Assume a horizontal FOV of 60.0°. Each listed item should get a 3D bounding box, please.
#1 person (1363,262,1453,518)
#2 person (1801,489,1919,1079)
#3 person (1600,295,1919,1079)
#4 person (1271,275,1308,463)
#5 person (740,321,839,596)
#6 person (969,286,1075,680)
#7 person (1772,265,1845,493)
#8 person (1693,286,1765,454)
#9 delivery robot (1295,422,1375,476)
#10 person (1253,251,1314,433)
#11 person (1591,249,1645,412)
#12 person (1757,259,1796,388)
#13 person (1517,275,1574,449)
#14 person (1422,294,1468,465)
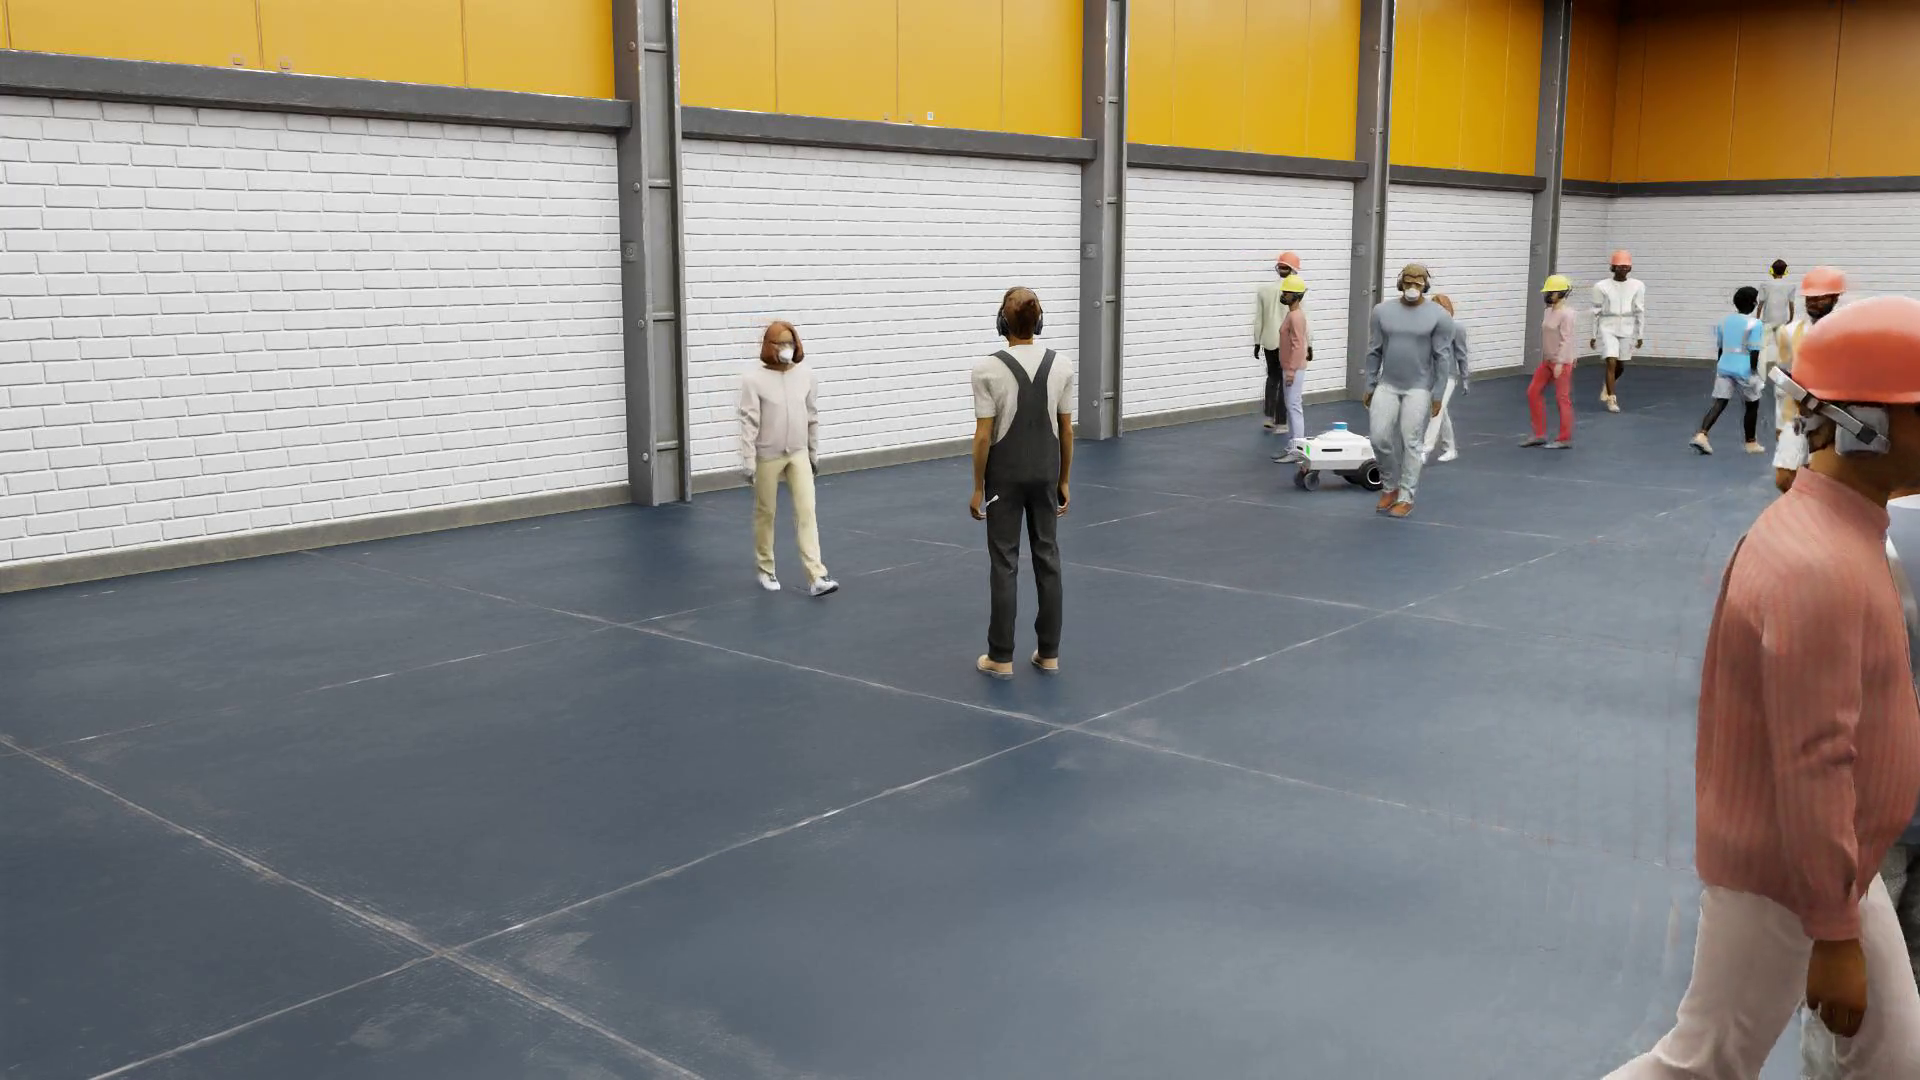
[{"bbox_3d":[3.334,-1.114,12.467,0.642,1.918,0.441,6,12,31],"label":"person"},{"bbox_3d":[1.865,0.526,3.387,0.592,1.828,0.404,-3,10,-17],"label":"person"},{"bbox_3d":[1.419,0.544,2.943,0.996,1.952,0.634,6,11,30],"label":"person"},{"bbox_3d":[3.120,-1.607,15.703,0.305,1.772,0.527,1,10,6],"label":"person"},{"bbox_3d":[-0.999,-0.453,9.601,0.531,1.592,0.816,-5,11,-28],"label":"person"},{"bbox_3d":[0.286,-0.262,7.827,0.507,1.847,0.345,-3,11,-19],"label":"person"},{"bbox_3d":[5.429,-0.766,10.508,0.562,1.922,0.541,-8,13,-38],"label":"person"},{"bbox_3d":[7.583,-1.656,16.288,0.831,1.660,0.533,-5,11,-25],"label":"person"},{"bbox_3d":[3.198,-0.749,14.004,0.707,0.478,0.477,-1,10,-5],"label":"delivery robot"},{"bbox_3d":[3.576,-2.160,18.241,0.663,1.979,0.529,7,12,33],"label":"person"},{"bbox_3d":[8.198,-2.619,20.811,0.623,2.015,0.901,1,10,7],"label":"person"},{"bbox_3d":[11.770,-3.116,24.048,0.512,1.861,0.322,3,10,16],"label":"person"},{"bbox_3d":[5.882,-1.771,16.670,0.620,1.742,0.554,-2,10,-9],"label":"person"},{"bbox_3d":[4.458,-1.498,15.573,0.873,1.581,0.521,-9,13,-40],"label":"person"}]
